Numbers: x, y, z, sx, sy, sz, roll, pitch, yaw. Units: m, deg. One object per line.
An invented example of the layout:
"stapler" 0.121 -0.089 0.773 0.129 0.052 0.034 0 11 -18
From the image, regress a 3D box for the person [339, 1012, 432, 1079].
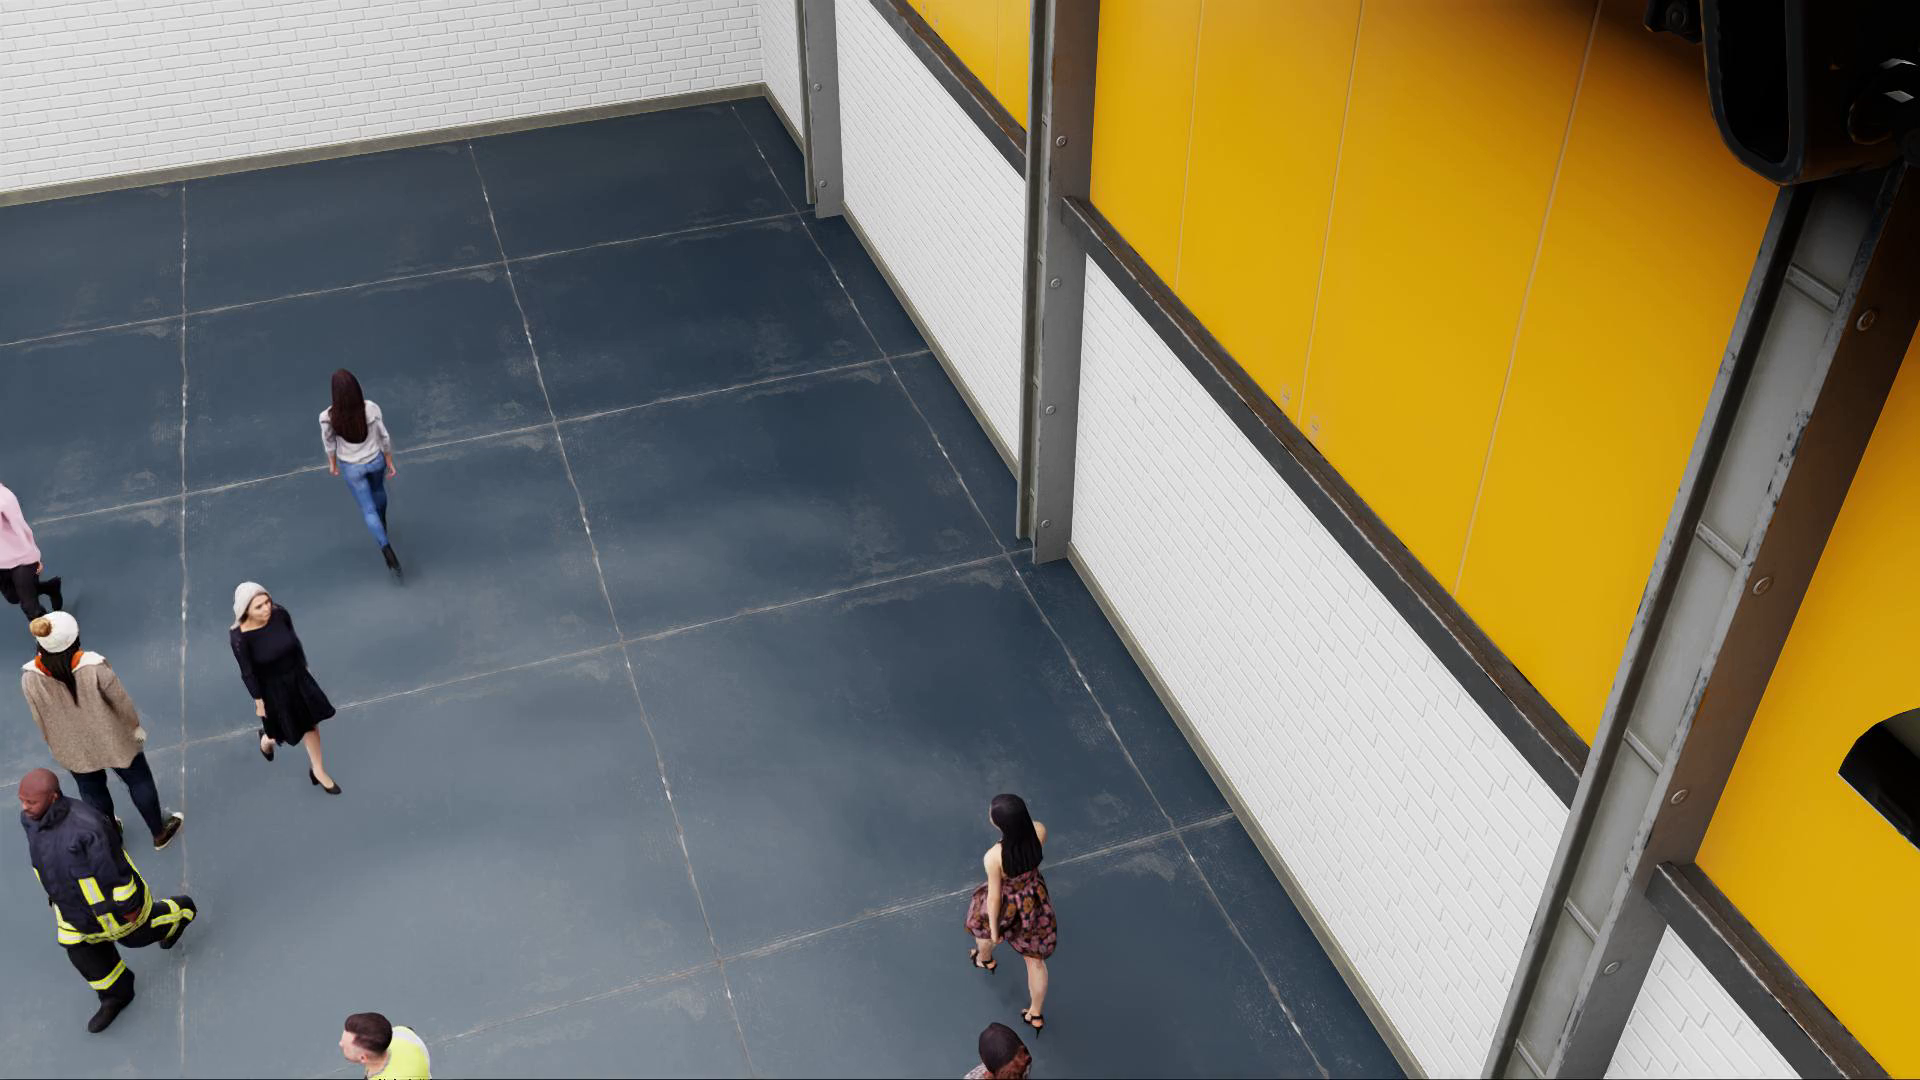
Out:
"person" -2.579 2.881 7.967 0.876 1.832 0.775 -1 39 -2

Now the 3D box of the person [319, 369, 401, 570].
"person" -4.424 -0.497 12.387 0.782 1.595 1.135 -23 44 -26

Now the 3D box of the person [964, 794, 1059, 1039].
"person" 0.354 2.081 9.041 0.744 1.742 0.977 -18 42 -22

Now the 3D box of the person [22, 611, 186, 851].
"person" -5.276 1.165 10.067 0.737 1.893 0.699 -11 40 -14

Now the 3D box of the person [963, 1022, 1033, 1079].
"person" 0.184 2.902 8.036 0.661 1.713 0.676 -31 48 -33

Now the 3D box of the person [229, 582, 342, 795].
"person" -4.323 0.927 10.494 0.949 1.732 0.870 18 42 22

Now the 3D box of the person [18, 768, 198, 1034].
"person" -4.767 1.873 9.259 1.135 1.795 1.263 12 40 15

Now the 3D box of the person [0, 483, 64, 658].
"person" -6.588 0.079 11.603 0.834 1.673 1.057 1 39 2
